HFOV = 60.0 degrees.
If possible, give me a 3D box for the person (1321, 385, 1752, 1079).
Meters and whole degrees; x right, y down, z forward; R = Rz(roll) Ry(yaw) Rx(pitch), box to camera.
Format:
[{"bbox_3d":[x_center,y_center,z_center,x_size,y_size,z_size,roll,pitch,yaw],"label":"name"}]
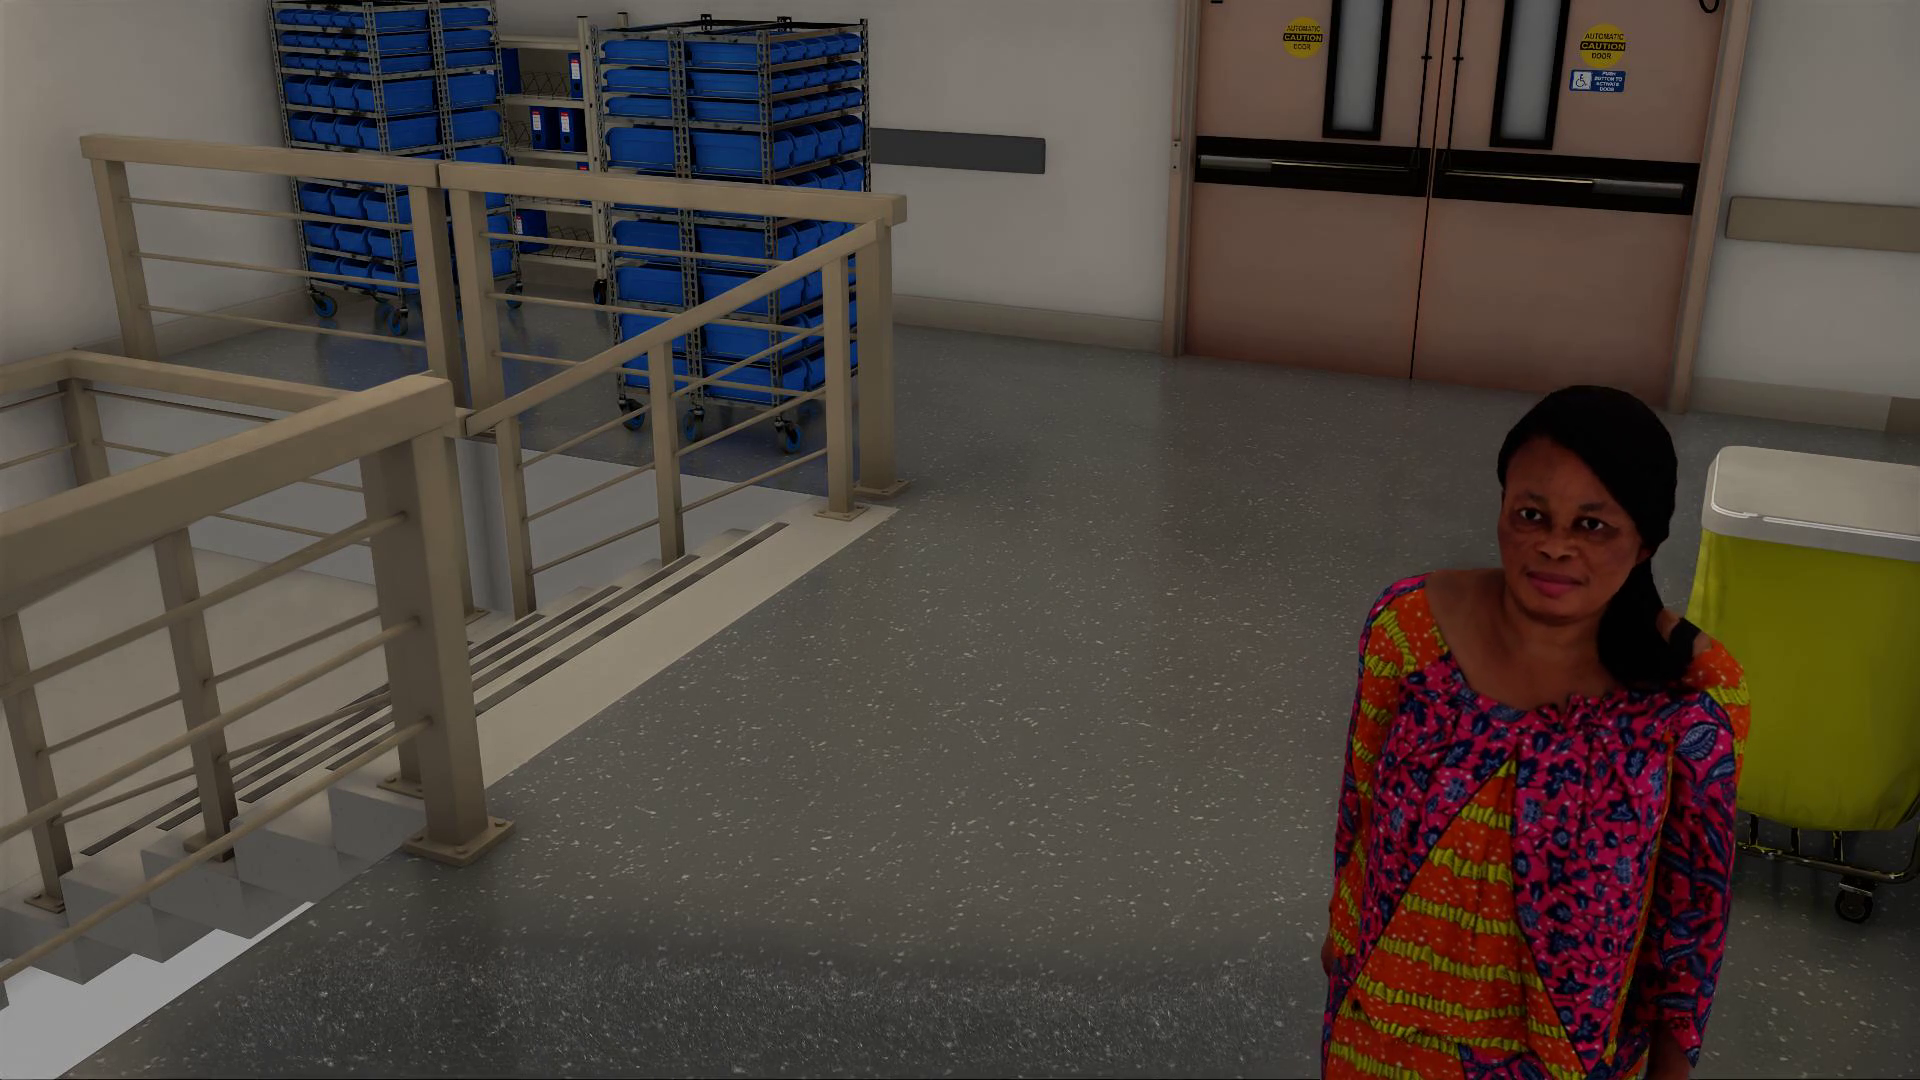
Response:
[{"bbox_3d":[0.761,0.562,2.298,1.027,1.667,0.753,8,22,21],"label":"person"}]
